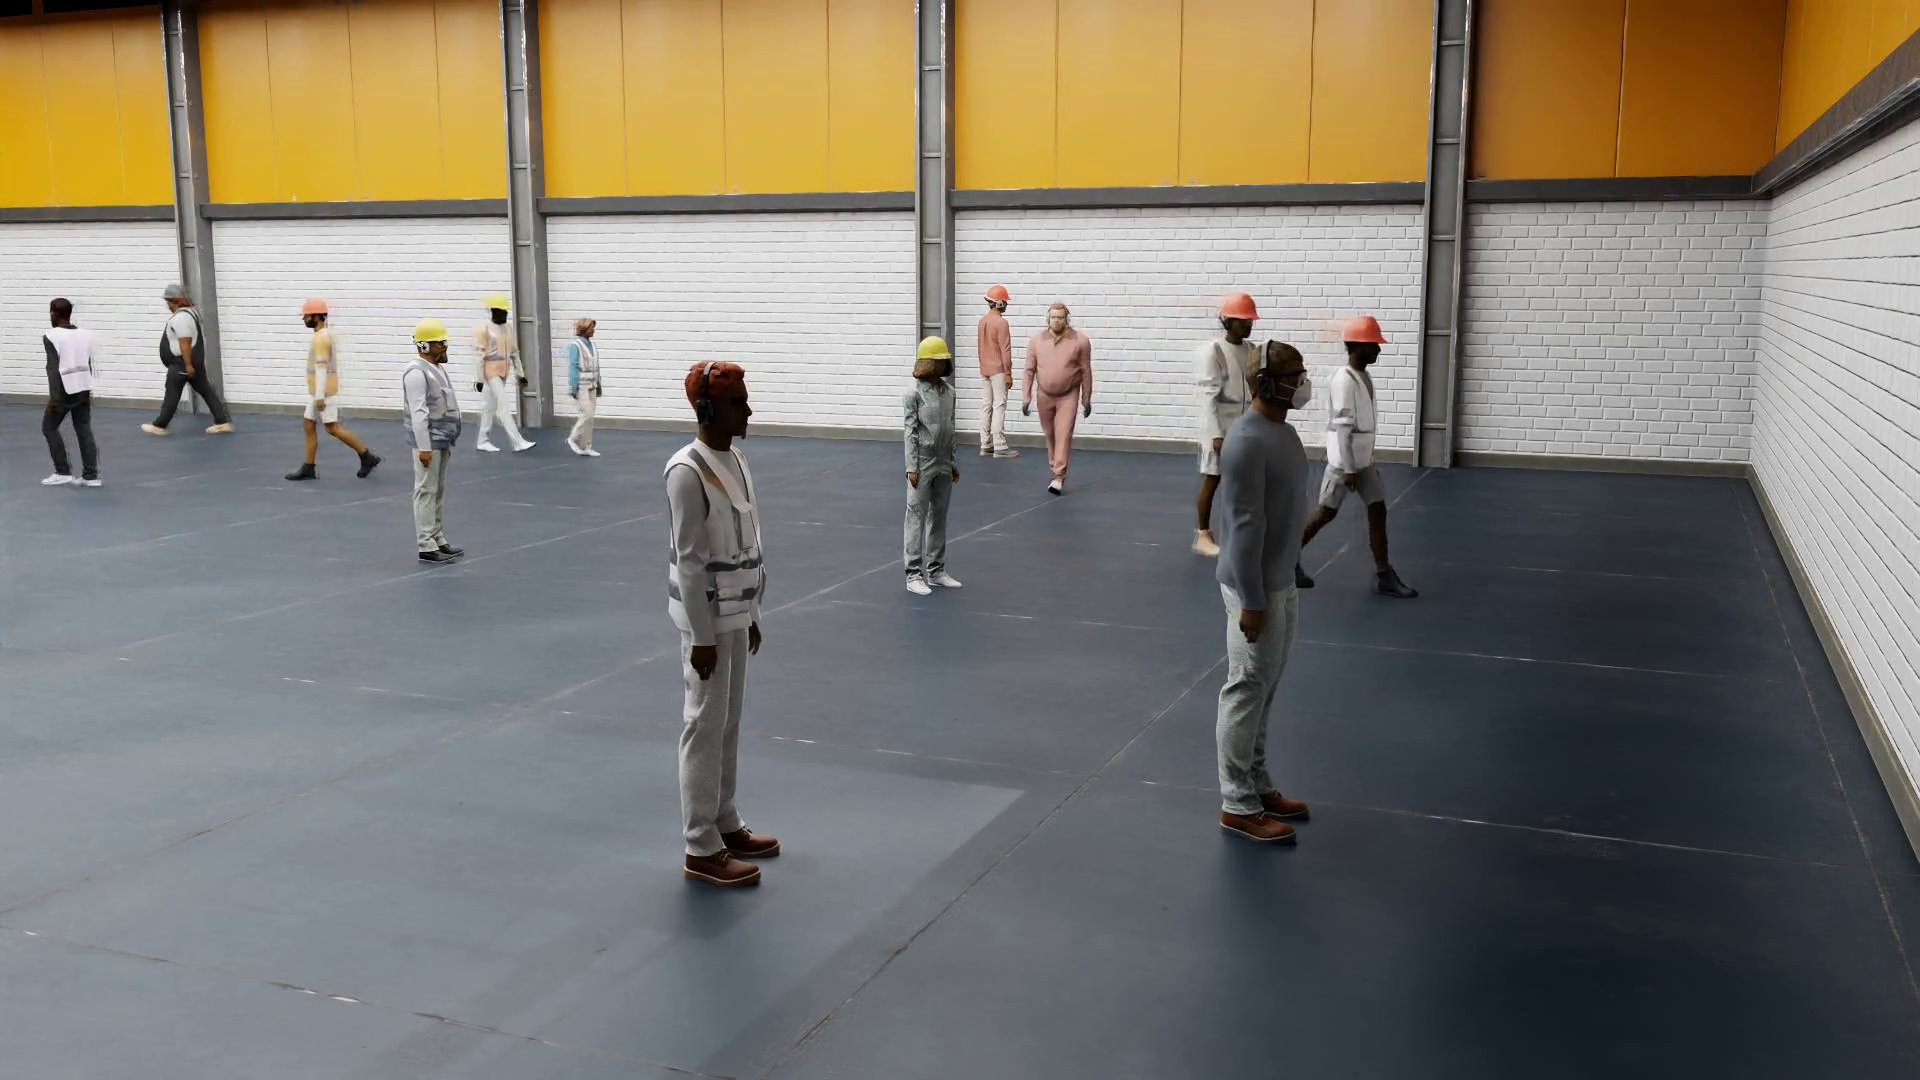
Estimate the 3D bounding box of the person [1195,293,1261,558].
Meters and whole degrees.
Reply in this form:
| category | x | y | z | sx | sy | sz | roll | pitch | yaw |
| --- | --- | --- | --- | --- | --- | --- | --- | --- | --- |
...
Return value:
| category | x | y | z | sx | sy | sz | roll | pitch | yaw |
| --- | --- | --- | --- | --- | --- | --- | --- | --- | --- |
| person | 2.087 | -0.822 | 12.407 | 0.611 | 2.005 | 0.911 | -6 | 11 | -32 |

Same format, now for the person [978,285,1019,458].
| category | x | y | z | sx | sy | sz | roll | pitch | yaw |
| --- | --- | --- | --- | --- | --- | --- | --- | --- | --- |
| person | 0.426 | -1.954 | 19.320 | 0.377 | 1.995 | 0.612 | -6 | 11 | -30 |

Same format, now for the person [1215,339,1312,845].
| category | x | y | z | sx | sy | sz | roll | pitch | yaw |
| --- | --- | --- | --- | --- | --- | --- | --- | --- | --- |
| person | 1.193 | 0.192 | 6.489 | 0.372 | 1.940 | 0.630 | 4 | 10 | 22 |

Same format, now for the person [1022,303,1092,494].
| category | x | y | z | sx | sy | sz | roll | pitch | yaw |
| --- | --- | --- | --- | --- | --- | --- | --- | --- | --- |
| person | 0.939 | -1.395 | 16.351 | 0.668 | 1.851 | 0.989 | 3 | 10 | 16 |

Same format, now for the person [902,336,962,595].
| category | x | y | z | sx | sy | sz | roll | pitch | yaw |
| --- | --- | --- | --- | --- | --- | --- | --- | --- | --- |
| person | -0.186 | -0.511 | 11.333 | 0.289 | 1.746 | 0.486 | 8 | 12 | 40 |

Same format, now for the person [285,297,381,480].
| category | x | y | z | sx | sy | sz | roll | pitch | yaw |
| --- | --- | --- | --- | --- | --- | --- | --- | --- | --- |
| person | -6.536 | -1.565 | 17.243 | 0.905 | 1.906 | 0.552 | -4 | 10 | -20 |

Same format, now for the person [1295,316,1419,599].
| category | x | y | z | sx | sy | sz | roll | pitch | yaw |
| --- | --- | --- | --- | --- | --- | --- | --- | --- | --- |
| person | 2.609 | -0.568 | 11.250 | 0.999 | 1.896 | 0.554 | 7 | 11 | 35 |

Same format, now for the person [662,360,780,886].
| category | x | y | z | sx | sy | sz | roll | pitch | yaw |
| --- | --- | --- | --- | --- | --- | --- | --- | --- | --- |
| person | -0.868 | 0.294 | 6.044 | 0.355 | 1.882 | 0.576 | 1 | 9 | 9 |

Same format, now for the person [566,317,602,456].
| category | x | y | z | sx | sy | sz | roll | pitch | yaw |
| --- | --- | --- | --- | --- | --- | --- | --- | --- | --- |
| person | -4.331 | -1.766 | 19.292 | 0.363 | 1.621 | 0.537 | 3 | 10 | 18 |

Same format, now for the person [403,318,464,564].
| category | x | y | z | sx | sy | sz | roll | pitch | yaw |
| --- | --- | --- | --- | --- | --- | --- | --- | --- | --- |
| person | -3.947 | -0.746 | 12.487 | 0.404 | 1.834 | 0.591 | 0 | 9 | -1 |

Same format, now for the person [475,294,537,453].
| category | x | y | z | sx | sy | sz | roll | pitch | yaw |
| --- | --- | --- | --- | --- | --- | --- | --- | --- | --- |
| person | -5.387 | -1.960 | 19.678 | 0.946 | 1.879 | 0.591 | 3 | 10 | 18 |

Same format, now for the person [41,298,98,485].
| category | x | y | z | sx | sy | sz | roll | pitch | yaw |
| --- | --- | --- | --- | --- | --- | --- | --- | --- | --- |
| person | -9.035 | -1.484 | 16.757 | 0.661 | 1.895 | 0.625 | 3 | 10 | 15 |

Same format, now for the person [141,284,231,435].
| category | x | y | z | sx | sy | sz | roll | pitch | yaw |
| --- | --- | --- | --- | --- | --- | --- | --- | --- | --- |
| person | -10.203 | -2.398 | 21.872 | 1.073 | 2.000 | 0.689 | -1 | 9 | -8 |
